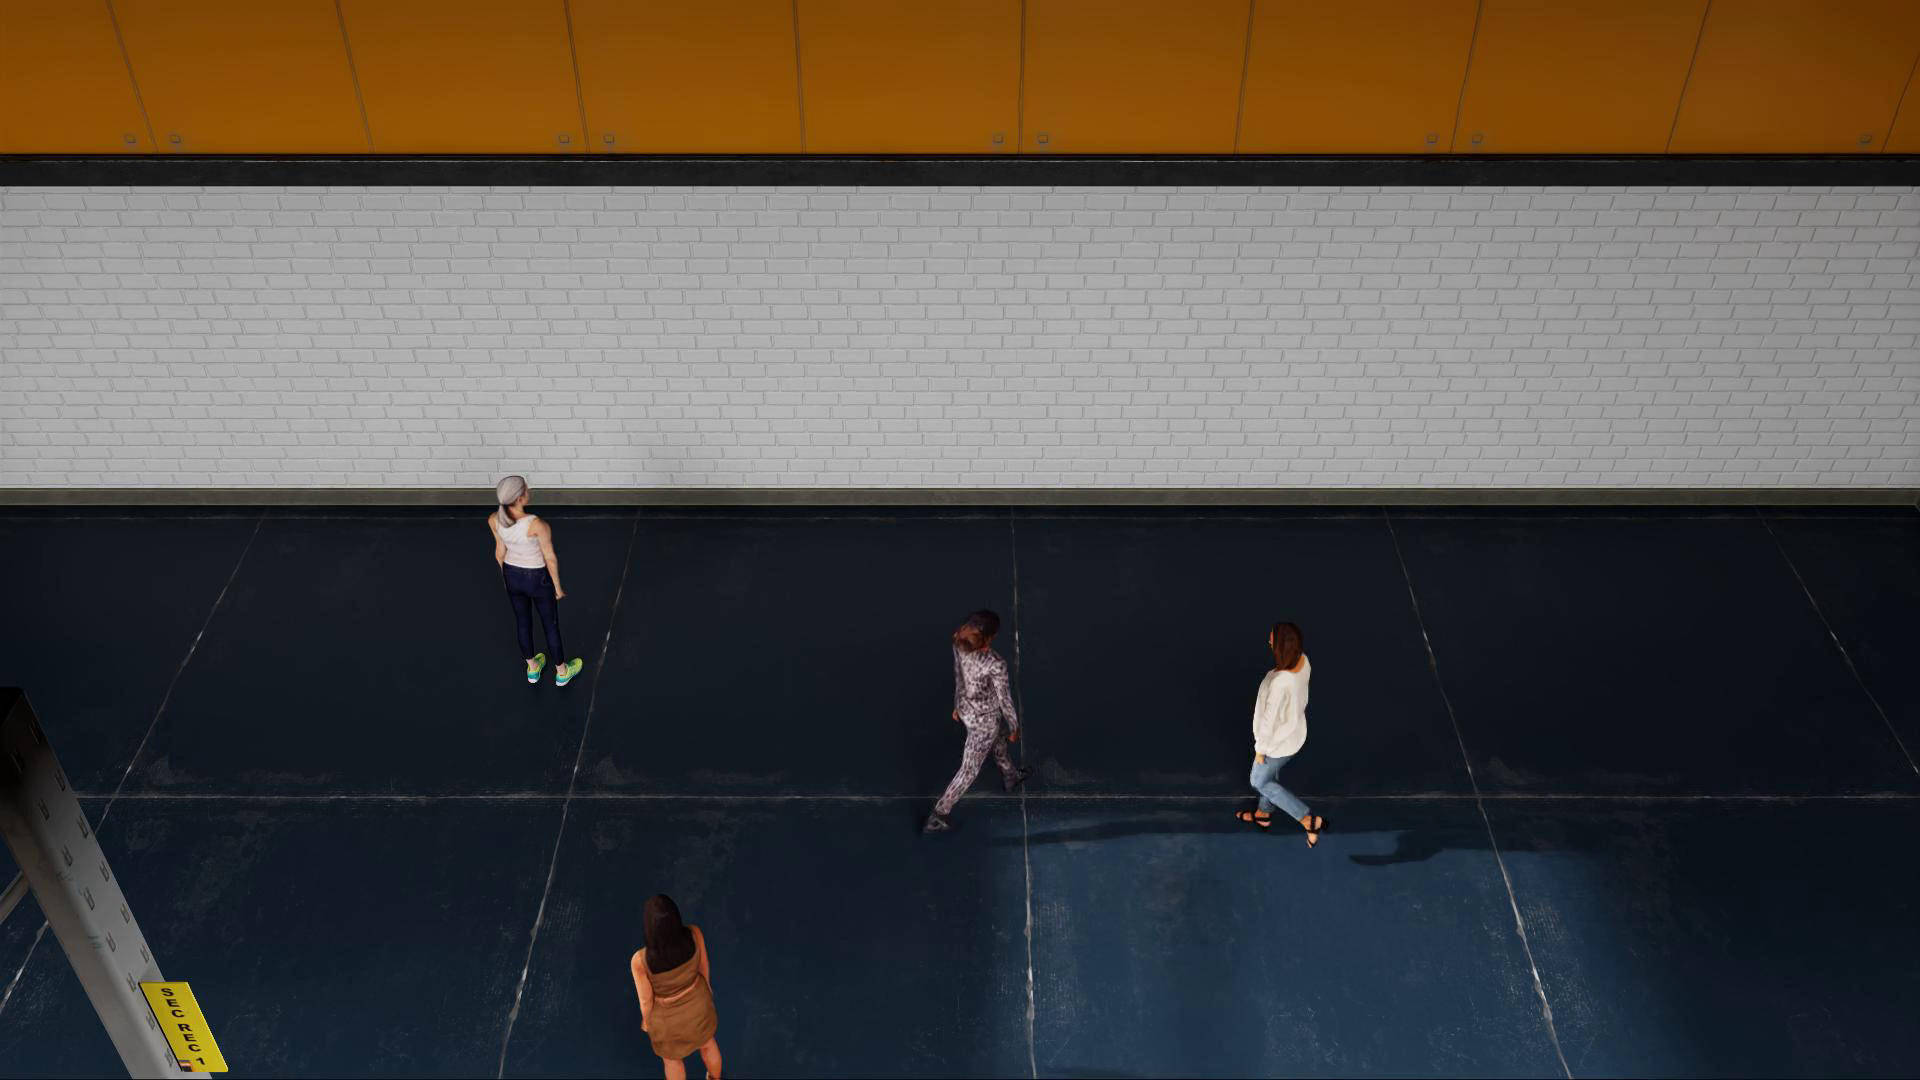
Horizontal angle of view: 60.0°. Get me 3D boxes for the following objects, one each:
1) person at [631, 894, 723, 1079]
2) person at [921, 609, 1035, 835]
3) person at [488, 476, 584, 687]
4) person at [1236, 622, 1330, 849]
[{"bbox_3d":[-1.470,2.441,8.674,0.648,1.688,0.682,-25,45,-28],"label":"person"},{"bbox_3d":[0.063,1.157,10.297,1.120,1.670,1.149,-25,45,-28],"label":"person"},{"bbox_3d":[-2.943,0.287,11.359,0.643,1.704,0.613,9,40,11],"label":"person"},{"bbox_3d":[2.038,1.237,10.208,0.948,1.656,0.920,18,42,22],"label":"person"}]
